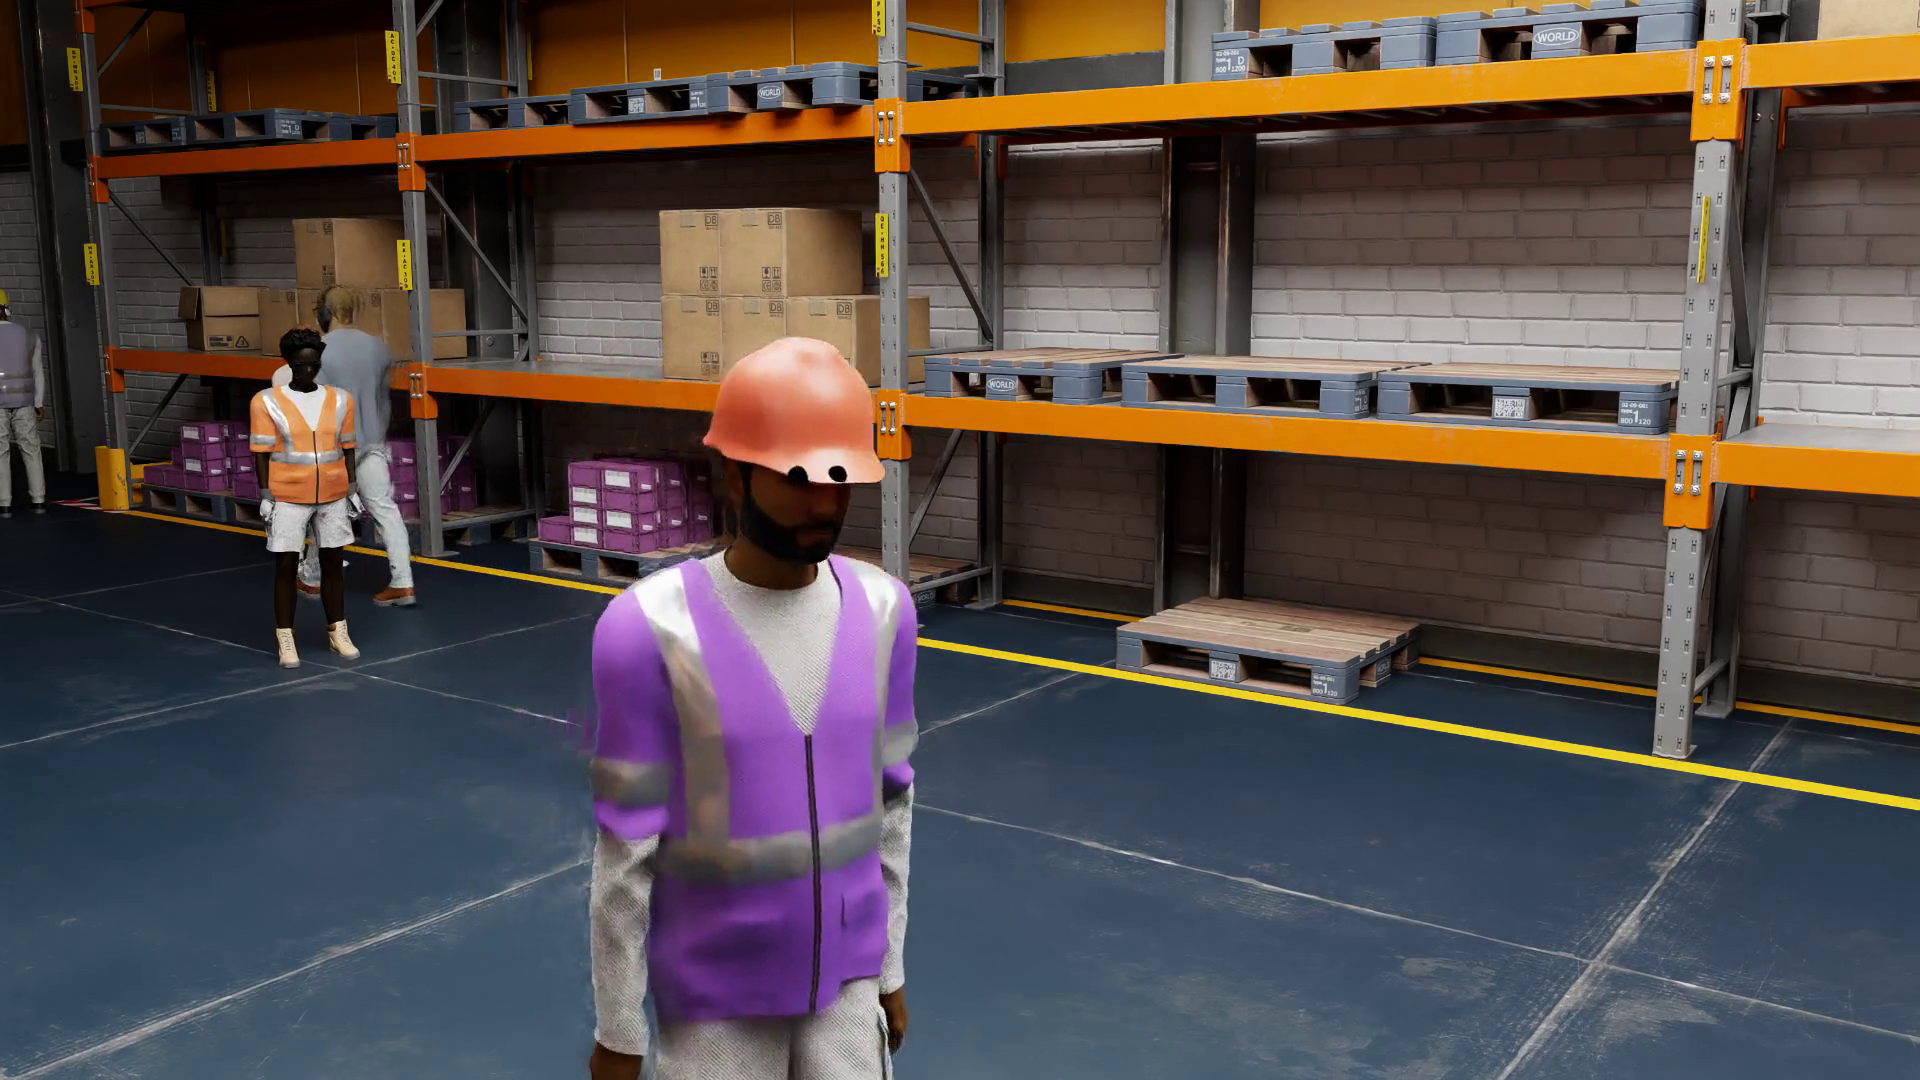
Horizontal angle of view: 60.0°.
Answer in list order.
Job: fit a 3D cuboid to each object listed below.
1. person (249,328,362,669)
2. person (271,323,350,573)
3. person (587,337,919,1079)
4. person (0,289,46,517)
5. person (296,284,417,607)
[{"bbox_3d":[-3.265,-0.213,8.343,0.532,1.693,0.319,-8,12,-39],"label":"person"},{"bbox_3d":[-4.233,-0.594,10.820,0.282,1.626,0.491,5,11,26],"label":"person"},{"bbox_3d":[-0.332,0.639,2.611,0.567,1.915,0.647,-6,11,-34],"label":"person"},{"bbox_3d":[-7.566,-1.091,13.171,0.404,1.828,0.592,8,13,41],"label":"person"},{"bbox_3d":[-3.595,-0.544,9.750,1.041,1.884,0.646,6,11,30],"label":"person"}]
